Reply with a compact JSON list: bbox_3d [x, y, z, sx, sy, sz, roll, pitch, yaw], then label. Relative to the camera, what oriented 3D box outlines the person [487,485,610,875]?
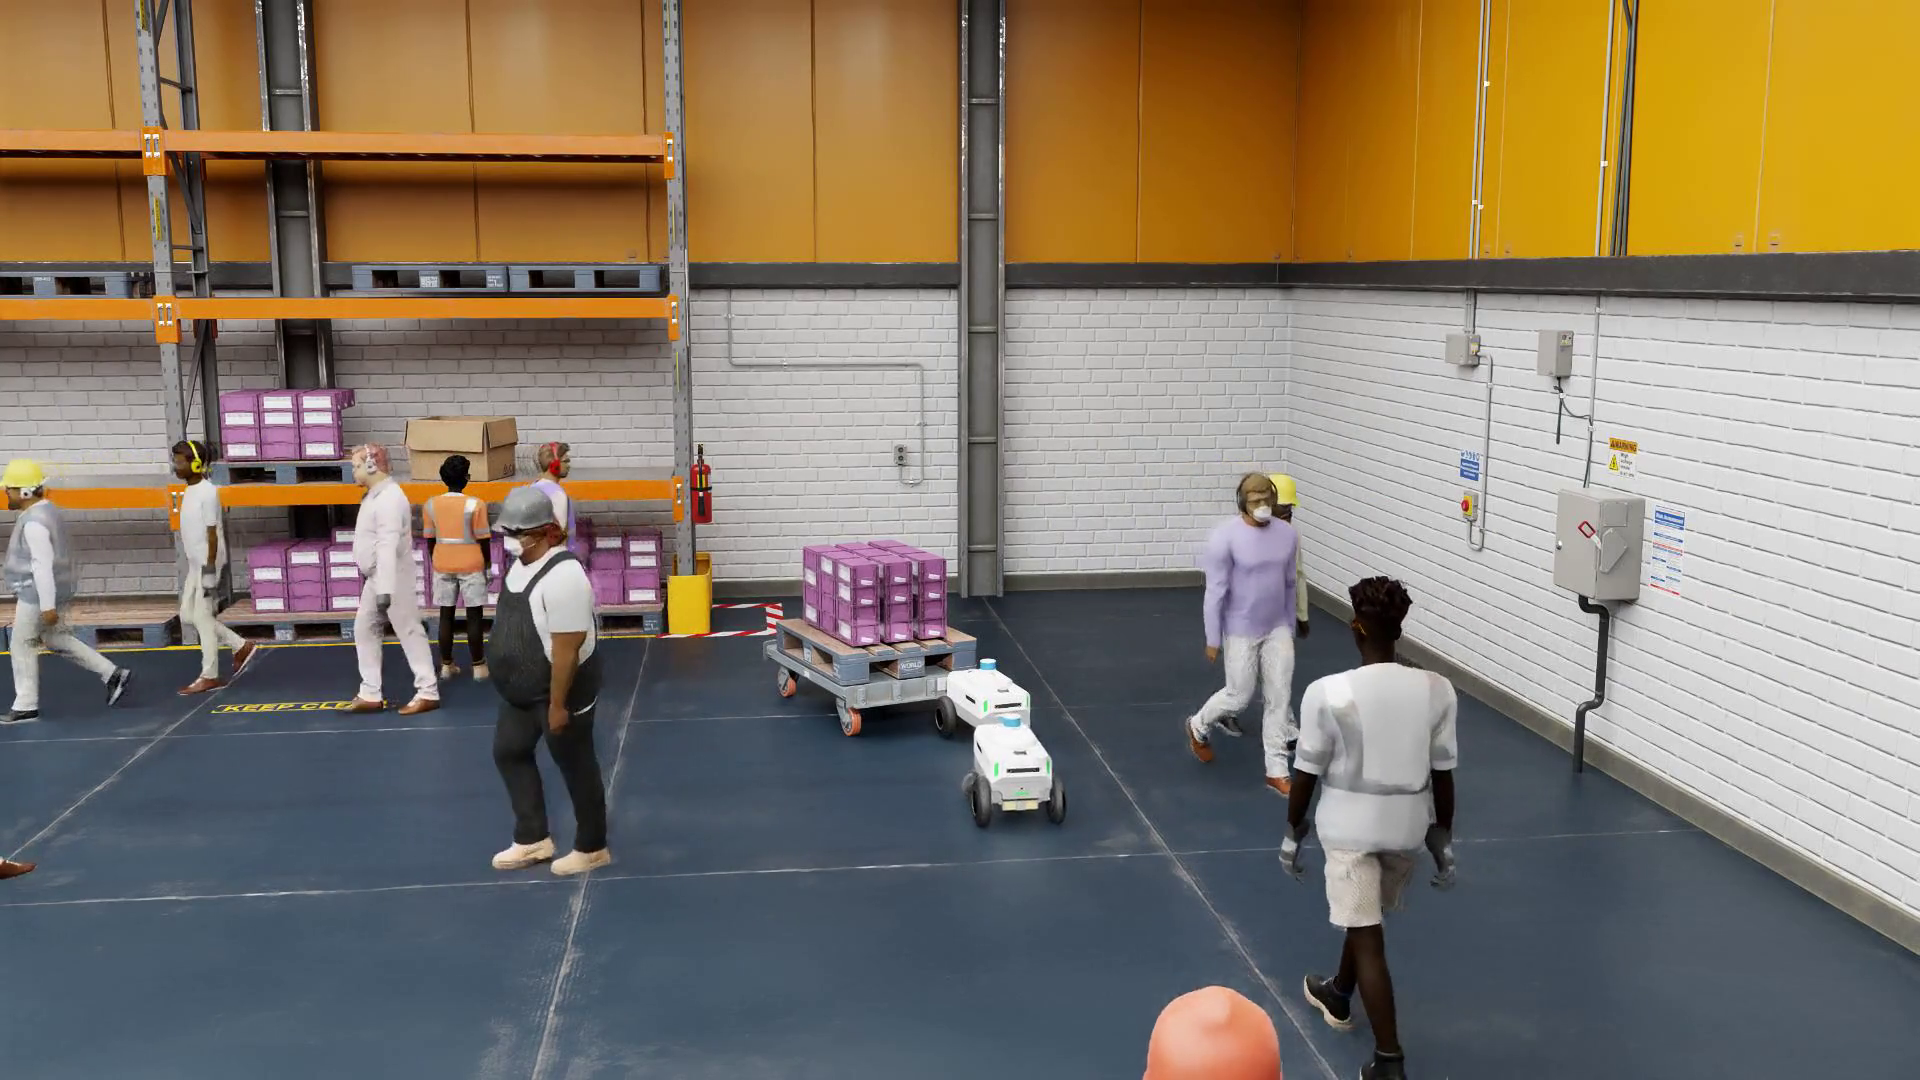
[{"bbox_3d":[-2.098,0.694,8.289,0.702,2.000,0.714,-7,11,-36],"label":"person"}]

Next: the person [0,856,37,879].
[{"bbox_3d":[-4.910,0.834,8.037,0.513,1.850,0.671,6,11,33],"label":"person"}]

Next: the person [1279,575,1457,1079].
[{"bbox_3d":[1.533,1.076,6.311,0.623,1.912,0.992,-2,9,-13],"label":"person"}]

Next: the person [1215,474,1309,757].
[{"bbox_3d":[1.968,0.456,10.624,0.597,1.768,0.973,-8,12,-40],"label":"person"}]

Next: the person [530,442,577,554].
[{"bbox_3d":[-2.907,0.211,11.928,0.435,1.835,0.589,-6,11,-33],"label":"person"}]

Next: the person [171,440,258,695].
[{"bbox_3d":[-5.427,0.191,12.030,0.498,1.851,0.494,-8,12,-43],"label":"person"}]

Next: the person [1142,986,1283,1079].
[{"bbox_3d":[0.404,1.644,2.876,0.548,1.890,1.012,4,10,22],"label":"person"}]

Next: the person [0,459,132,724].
[{"bbox_3d":[-6.150,0.333,11.281,0.778,1.804,0.596,-3,10,-17],"label":"person"}]

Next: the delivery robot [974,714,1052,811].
[{"bbox_3d":[0.291,1.220,9.337,0.477,0.478,0.707,-1,9,-8],"label":"delivery robot"}]

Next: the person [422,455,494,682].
[{"bbox_3d":[-3.709,0.215,12.352,0.535,1.697,0.318,2,9,12],"label":"person"}]

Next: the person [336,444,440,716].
[{"bbox_3d":[-3.976,0.284,11.353,0.801,1.864,0.788,-5,10,-27],"label":"person"}]

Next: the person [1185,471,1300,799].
[{"bbox_3d":[1.678,0.525,9.786,0.645,1.910,0.813,-5,10,-27],"label":"person"}]

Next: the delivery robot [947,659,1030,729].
[{"bbox_3d":[0.180,1.007,10.665,0.477,0.478,0.707,-3,10,-20],"label":"delivery robot"}]
